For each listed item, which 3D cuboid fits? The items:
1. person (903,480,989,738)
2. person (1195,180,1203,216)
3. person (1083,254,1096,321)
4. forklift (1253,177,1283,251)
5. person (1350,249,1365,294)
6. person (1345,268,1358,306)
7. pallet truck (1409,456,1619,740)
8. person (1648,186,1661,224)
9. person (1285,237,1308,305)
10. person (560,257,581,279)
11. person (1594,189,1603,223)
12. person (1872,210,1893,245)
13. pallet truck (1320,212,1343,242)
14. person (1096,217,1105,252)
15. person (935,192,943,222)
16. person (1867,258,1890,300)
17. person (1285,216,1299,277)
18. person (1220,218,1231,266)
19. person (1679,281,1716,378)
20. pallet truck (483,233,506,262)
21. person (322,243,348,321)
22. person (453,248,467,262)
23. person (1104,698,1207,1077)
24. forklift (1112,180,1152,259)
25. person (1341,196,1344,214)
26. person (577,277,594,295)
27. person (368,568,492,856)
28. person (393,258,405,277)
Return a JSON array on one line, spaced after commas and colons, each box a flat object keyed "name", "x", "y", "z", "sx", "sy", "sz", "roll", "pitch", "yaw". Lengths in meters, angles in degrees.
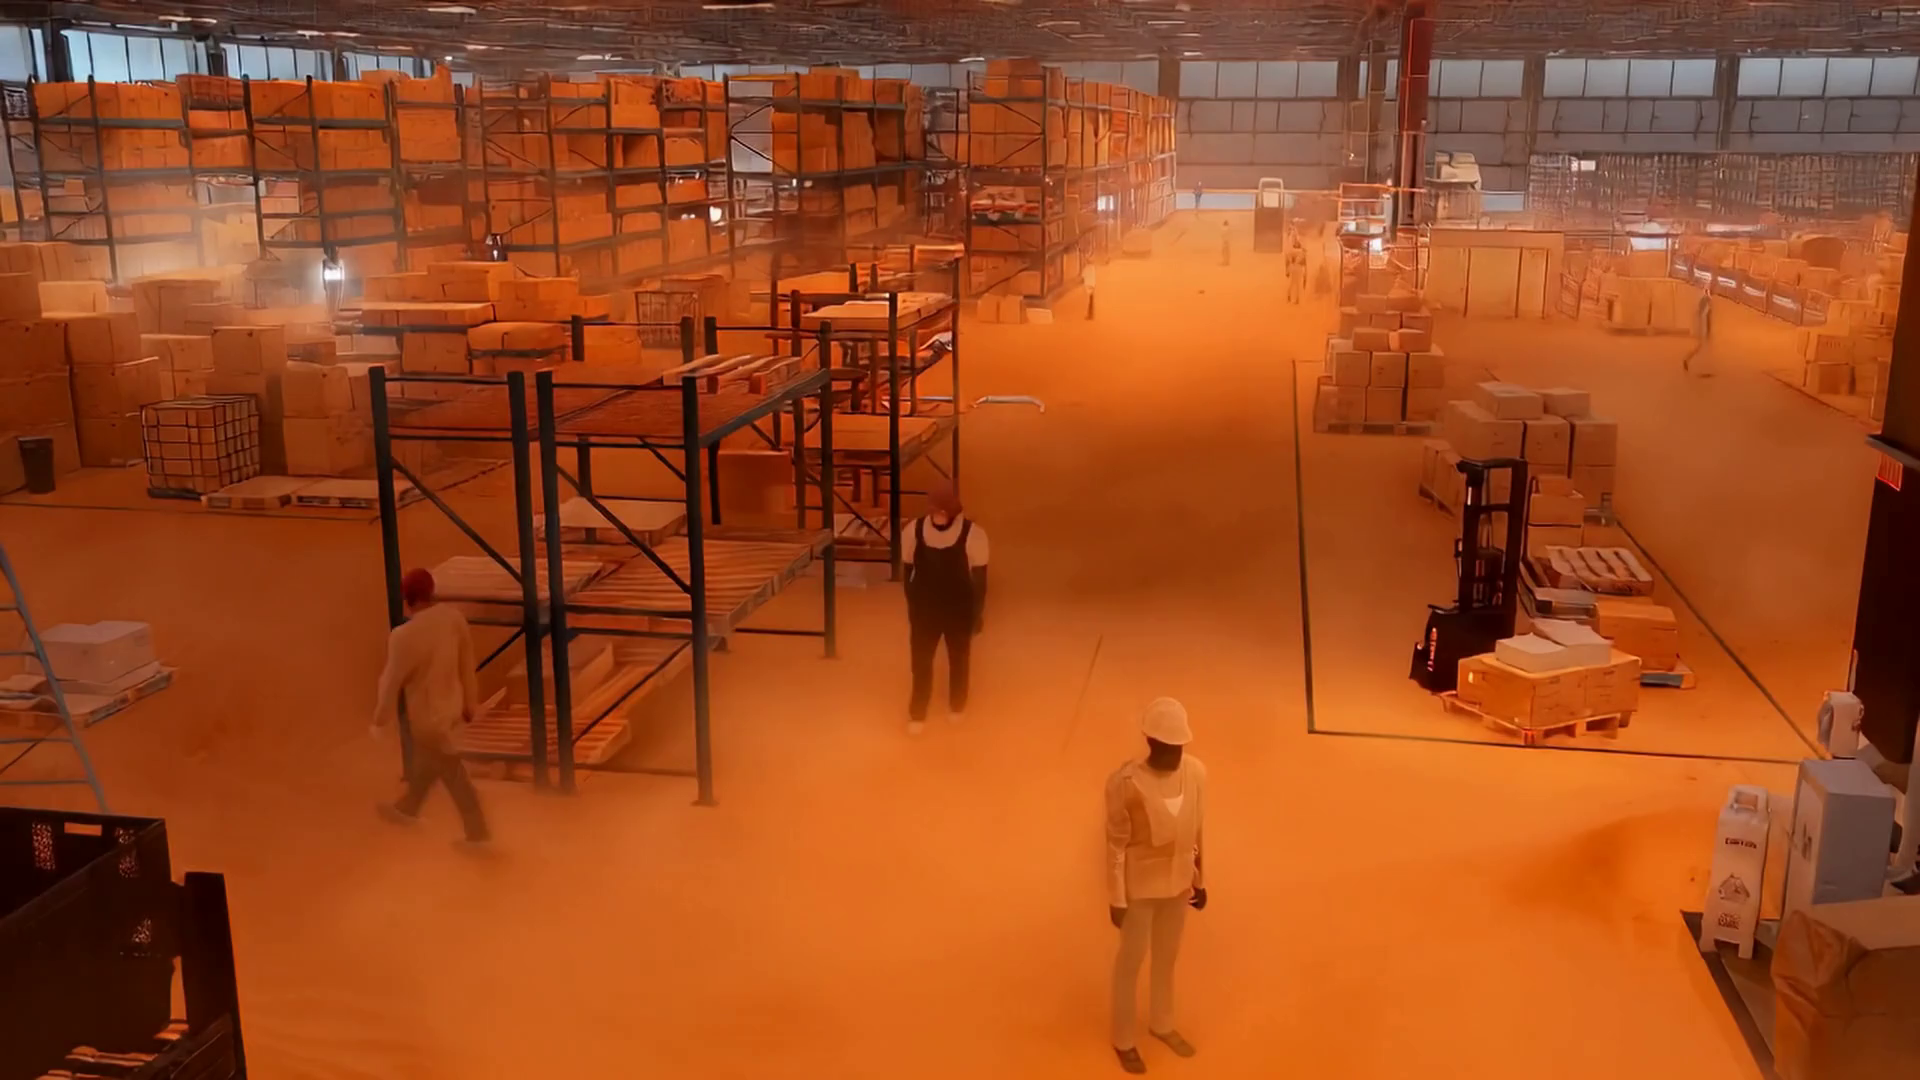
[{"name": "person", "x": -0.136, "y": 0.521, "z": 12.818, "sx": 0.687, "sy": 2.000, "sz": 0.868, "roll": 2, "pitch": 14, "yaw": 7}, {"name": "person", "x": 13.108, "y": -18.700, "z": 91.051, "sx": 0.404, "sy": 1.943, "sz": 0.612, "roll": -3, "pitch": 14, "yaw": -11}, {"name": "person", "x": 3.211, "y": -6.238, "z": 41.084, "sx": 0.309, "sy": 1.641, "sz": 0.514, "roll": 0, "pitch": 14, "yaw": 2}, {"name": "forklift", "x": 12.083, "y": -12.747, "z": 64.956, "sx": 1.129, "sy": 2.768, "sz": 1.873, "roll": 3, "pitch": 14, "yaw": 10}, {"name": "person", "x": 9.214, "y": -5.809, "z": 38.735, "sx": 0.377, "sy": 1.932, "sz": 0.551, "roll": 6, "pitch": 15, "yaw": 22}, {"name": "person", "x": 8.269, "y": -4.909, "z": 35.473, "sx": 0.604, "sy": 1.748, "sz": 0.532, "roll": 4, "pitch": 14, "yaw": 17}, {"name": "pallet truck", "x": 4.504, "y": 0.400, "z": 13.395, "sx": 0.823, "sy": 1.965, "sz": 1.885, "roll": -6, "pitch": 15, "yaw": -23}, {"name": "person", "x": 33.300, "y": -15.950, "z": 79.782, "sx": 0.623, "sy": 1.993, "sz": 0.385, "roll": -1, "pitch": 14, "yaw": -5}, {"name": "person", "x": 9.064, "y": -7.227, "z": 44.751, "sx": 0.608, "sy": 1.805, "sz": 0.724, "roll": 1, "pitch": 14, "yaw": 5}, {"name": "person", "x": -9.429, "y": -6.048, "z": 40.335, "sx": 0.526, "sy": 1.631, "sz": 0.313, "roll": 0, "pitch": 14, "yaw": 2}, {"name": "person", "x": 31.413, "y": -16.342, "z": 81.726, "sx": 0.521, "sy": 1.818, "sz": 0.615, "roll": 4, "pitch": 14, "yaw": 17}, {"name": "person", "x": 32.861, "y": -10.785, "z": 59.079, "sx": 0.729, "sy": 1.864, "sz": 0.689, "roll": -6, "pitch": 15, "yaw": -24}, {"name": "pallet truck", "x": 15.874, "y": -13.227, "z": 70.310, "sx": 0.680, "sy": 1.201, "sz": 1.601, "roll": 10, "pitch": 17, "yaw": 35}, {"name": "person", "x": 5.061, "y": -10.671, "z": 59.159, "sx": 0.747, "sy": 1.607, "sz": 0.508, "roll": 4, "pitch": 14, "yaw": 14}, {"name": "person", "x": -1.102, "y": -17.176, "z": 85.093, "sx": 0.403, "sy": 1.835, "sz": 0.588, "roll": 3, "pitch": 14, "yaw": 12}, {"name": "person", "x": 19.889, "y": -5.193, "z": 36.289, "sx": 0.831, "sy": 1.915, "sz": 0.548, "roll": 3, "pitch": 14, "yaw": 11}, {"name": "person", "x": 10.663, "y": -9.422, "z": 53.393, "sx": 0.362, "sy": 1.939, "sz": 0.542, "roll": 8, "pitch": 16, "yaw": 30}, {"name": "person", "x": 9.231, "y": -10.358, "z": 57.823, "sx": 0.267, "sy": 1.632, "sz": 0.507, "roll": 10, "pitch": 17, "yaw": 35}, {"name": "person", "x": 14.043, "y": -3.985, "z": 31.499, "sx": 0.556, "sy": 1.854, "sz": 0.551, "roll": -1, "pitch": 14, "yaw": -4}, {"name": "pallet truck", "x": -11.832, "y": -7.026, "z": 43.548, "sx": 1.885, "sy": 1.965, "sz": 0.823, "roll": 8, "pitch": 16, "yaw": 28}, {"name": "person", "x": -15.430, "y": -6.383, "z": 41.122, "sx": 0.587, "sy": 1.911, "sz": 0.397, "roll": -7, "pitch": 16, "yaw": -28}, {"name": "person", "x": -11.578, "y": -5.781, "z": 38.565, "sx": 0.844, "sy": 1.963, "sz": 0.627, "roll": -3, "pitch": 14, "yaw": -13}, {"name": "person", "x": 0.985, "y": 1.698, "z": 8.271, "sx": 0.584, "sy": 1.928, "sz": 0.367, "roll": -8, "pitch": 16, "yaw": -30}, {"name": "forklift", "x": 6.082, "y": -11.722, "z": 60.796, "sx": 1.873, "sy": 2.768, "sz": 1.129, "roll": 2, "pitch": 14, "yaw": 9}, {"name": "person", "x": 17.073, "y": -14.420, "z": 74.078, "sx": 0.792, "sy": 1.733, "sz": 0.554, "roll": 4, "pitch": 14, "yaw": 17}, {"name": "person", "x": -7.173, "y": -4.061, "z": 31.728, "sx": 0.999, "sy": 1.900, "sz": 0.644, "roll": 11, "pitch": 18, "yaw": 38}, {"name": "person", "x": -3.493, "y": 1.102, "z": 10.780, "sx": 1.033, "sy": 1.877, "sz": 0.648, "roll": 5, "pitch": 15, "yaw": 18}, {"name": "person", "x": -13.089, "y": -5.737, "z": 38.932, "sx": 0.321, "sy": 1.697, "sz": 0.529, "roll": -4, "pitch": 15, "yaw": -18}]
